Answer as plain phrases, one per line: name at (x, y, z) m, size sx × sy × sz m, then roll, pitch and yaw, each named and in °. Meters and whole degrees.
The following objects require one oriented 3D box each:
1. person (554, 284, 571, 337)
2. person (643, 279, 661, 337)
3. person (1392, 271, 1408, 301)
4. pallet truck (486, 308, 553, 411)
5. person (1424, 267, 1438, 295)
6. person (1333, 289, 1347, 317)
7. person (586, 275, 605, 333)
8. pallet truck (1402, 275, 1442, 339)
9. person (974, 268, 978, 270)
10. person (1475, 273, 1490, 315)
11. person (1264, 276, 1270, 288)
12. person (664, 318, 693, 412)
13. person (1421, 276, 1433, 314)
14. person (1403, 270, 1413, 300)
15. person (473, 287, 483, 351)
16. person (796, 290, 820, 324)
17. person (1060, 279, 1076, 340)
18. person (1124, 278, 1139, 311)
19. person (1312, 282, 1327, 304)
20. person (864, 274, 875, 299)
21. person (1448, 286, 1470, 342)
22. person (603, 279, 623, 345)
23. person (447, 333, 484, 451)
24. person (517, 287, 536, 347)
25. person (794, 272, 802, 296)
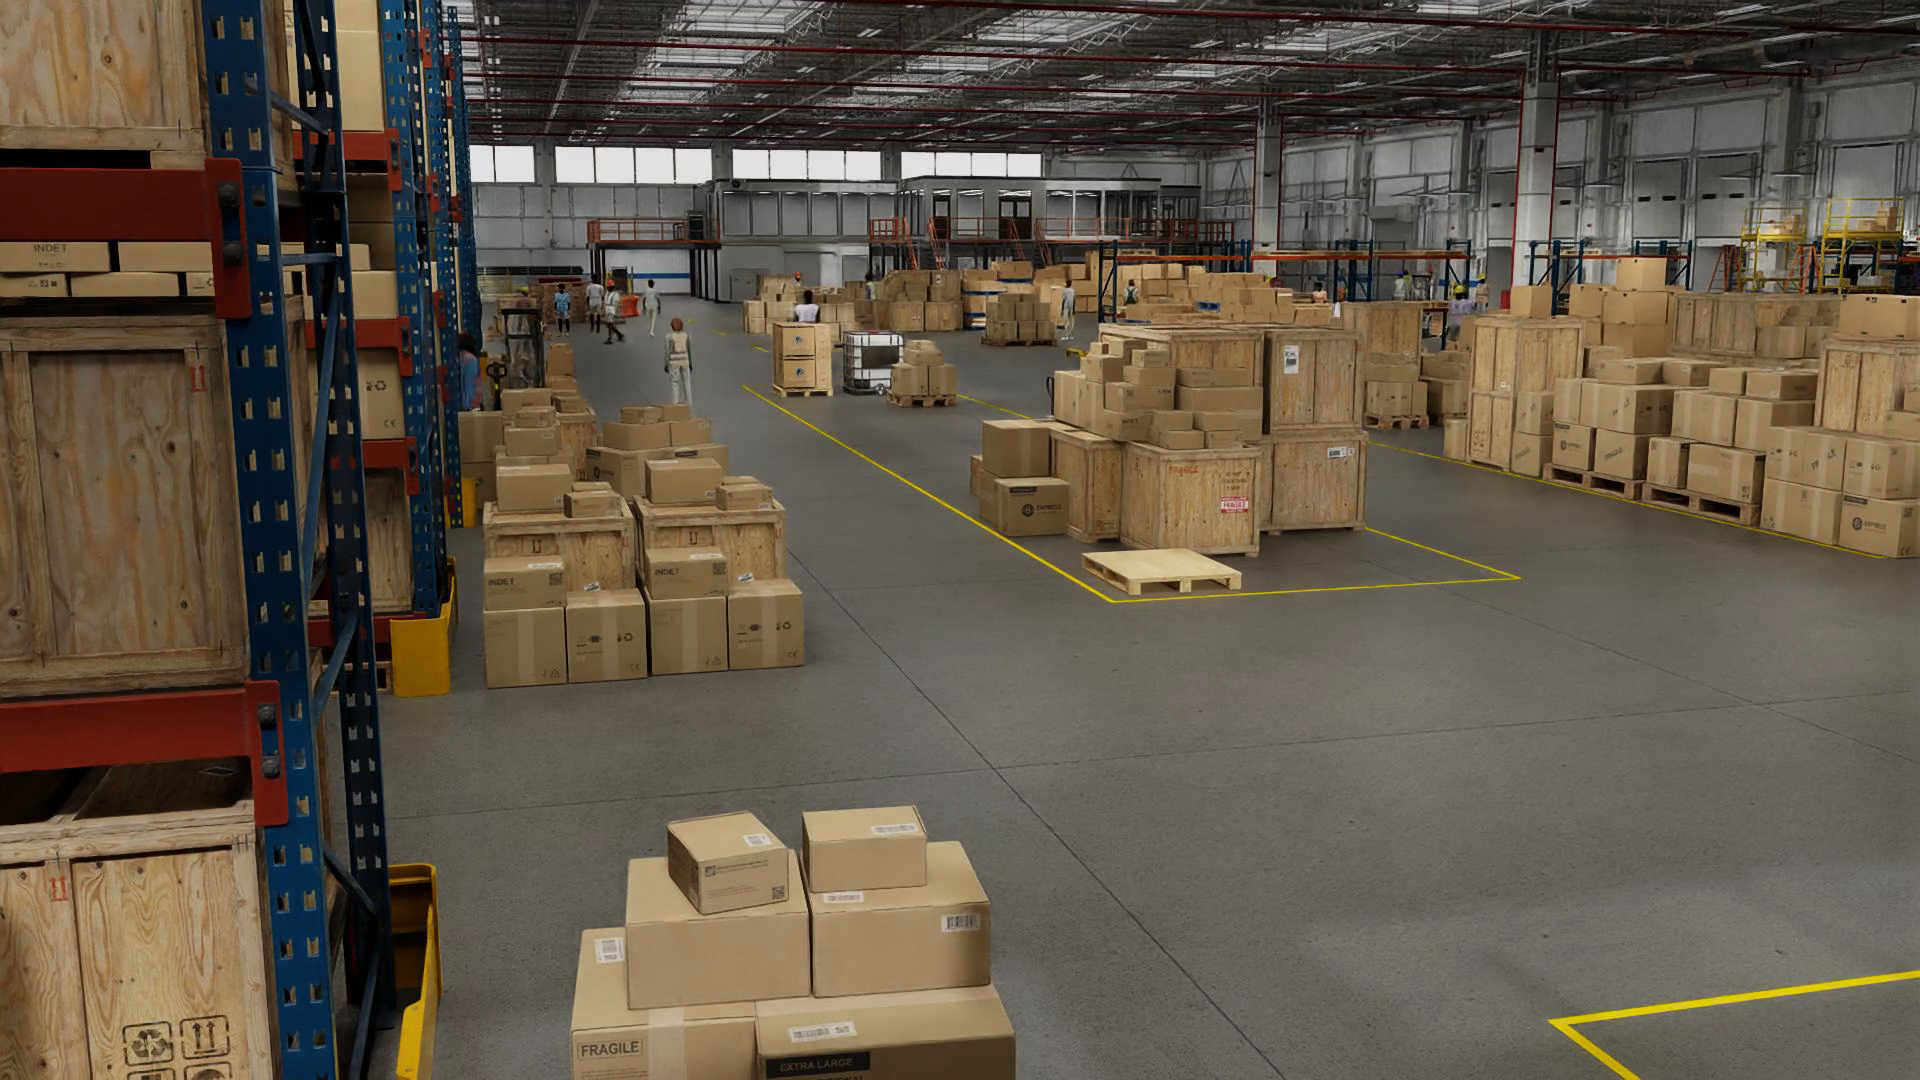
person at (-12.666, -7.323, 53.009) m, size 0.534 × 1.692 × 0.320 m, roll 1°, pitch 10°, yaw 8°
person at (-9.813, -7.380, 52.951) m, size 0.532 × 1.833 × 0.944 m, roll 0°, pitch 10°, yaw -2°
person at (17.189, -9.558, 65.034) m, size 0.635 × 1.920 × 0.680 m, roll 6°, pitch 12°, yaw 31°
pallet truck at (-6.242, -2.418, 24.362) m, size 0.823 × 1.965 × 1.885 m, roll 1°, pitch 10°, yaw 3°
person at (21.967, -11.784, 77.663) m, size 0.642 × 1.926 × 1.112 m, roll -2°, pitch 10°, yaw -9°
person at (8.905, -4.905, 38.806) m, size 0.350 × 1.878 × 0.568 m, roll -8°, pitch 13°, yaw -38°
person at (-12.148, -7.863, 55.404) m, size 0.611 × 1.921 × 0.961 m, roll -3°, pitch 10°, yaw -14°
pallet truck at (14.620, -7.324, 52.145) m, size 0.823 × 1.965 × 1.885 m, roll 8°, pitch 13°, yaw 40°
person at (0.723, -11.729, 77.404) m, size 0.355 × 1.887 × 0.574 m, roll -1°, pitch 10°, yaw -5°
person at (18.323, -8.389, 58.393) m, size 0.372 × 1.922 × 0.585 m, roll -7°, pitch 12°, yaw -33°
person at (11.367, -9.101, 62.692) m, size 0.639 × 1.829 × 0.629 m, roll 6°, pitch 12°, yaw 32°
person at (-4.859, -3.011, 28.742) m, size 0.523 × 1.636 × 0.311 m, roll -6°, pitch 12°, yaw -30°
person at (15.150, -7.624, 54.008) m, size 0.362 × 1.938 × 0.631 m, roll 7°, pitch 12°, yaw 34°
person at (19.697, -11.027, 73.606) m, size 0.634 × 1.830 × 0.429 m, roll -4°, pitch 11°, yaw -20°
person at (-13.104, -6.009, 44.575) m, size 0.537 × 2.000 × 0.689 m, roll 3°, pitch 10°, yaw 17°
person at (-3.355, -4.605, 37.024) m, size 0.594 × 1.895 × 0.667 m, roll 2°, pitch 10°, yaw 12°
person at (3.312, -7.072, 51.082) m, size 0.518 × 1.872 × 0.326 m, roll -6°, pitch 12°, yaw -32°
person at (5.596, -7.615, 54.292) m, size 0.534 × 1.820 × 0.751 m, roll 3°, pitch 10°, yaw 14°
person at (11.943, -7.726, 55.308) m, size 0.534 × 1.687 × 0.321 m, roll 6°, pitch 12°, yaw 32°
person at (-3.244, -8.667, 60.114) m, size 0.496 × 1.864 × 0.684 m, roll 4°, pitch 11°, yaw 20°
person at (12.584, -5.467, 41.978) m, size 0.604 × 1.877 × 0.984 m, roll 7°, pitch 12°, yaw 35°
person at (-10.212, -6.693, 48.801) m, size 0.683 × 1.912 × 0.564 m, roll -10°, pitch 14°, yaw -44°
person at (-6.113, -1.650, 20.572) m, size 0.646 × 1.797 × 0.805 m, roll 8°, pitch 13°, yaw 39°
person at (-12.428, -6.365, 47.497) m, size 0.521 × 1.726 × 0.901 m, roll 4°, pitch 11°, yaw 22°
person at (-5.971, -8.895, 61.237) m, size 0.369 × 1.929 × 0.542 m, roll 8°, pitch 13°, yaw 38°
